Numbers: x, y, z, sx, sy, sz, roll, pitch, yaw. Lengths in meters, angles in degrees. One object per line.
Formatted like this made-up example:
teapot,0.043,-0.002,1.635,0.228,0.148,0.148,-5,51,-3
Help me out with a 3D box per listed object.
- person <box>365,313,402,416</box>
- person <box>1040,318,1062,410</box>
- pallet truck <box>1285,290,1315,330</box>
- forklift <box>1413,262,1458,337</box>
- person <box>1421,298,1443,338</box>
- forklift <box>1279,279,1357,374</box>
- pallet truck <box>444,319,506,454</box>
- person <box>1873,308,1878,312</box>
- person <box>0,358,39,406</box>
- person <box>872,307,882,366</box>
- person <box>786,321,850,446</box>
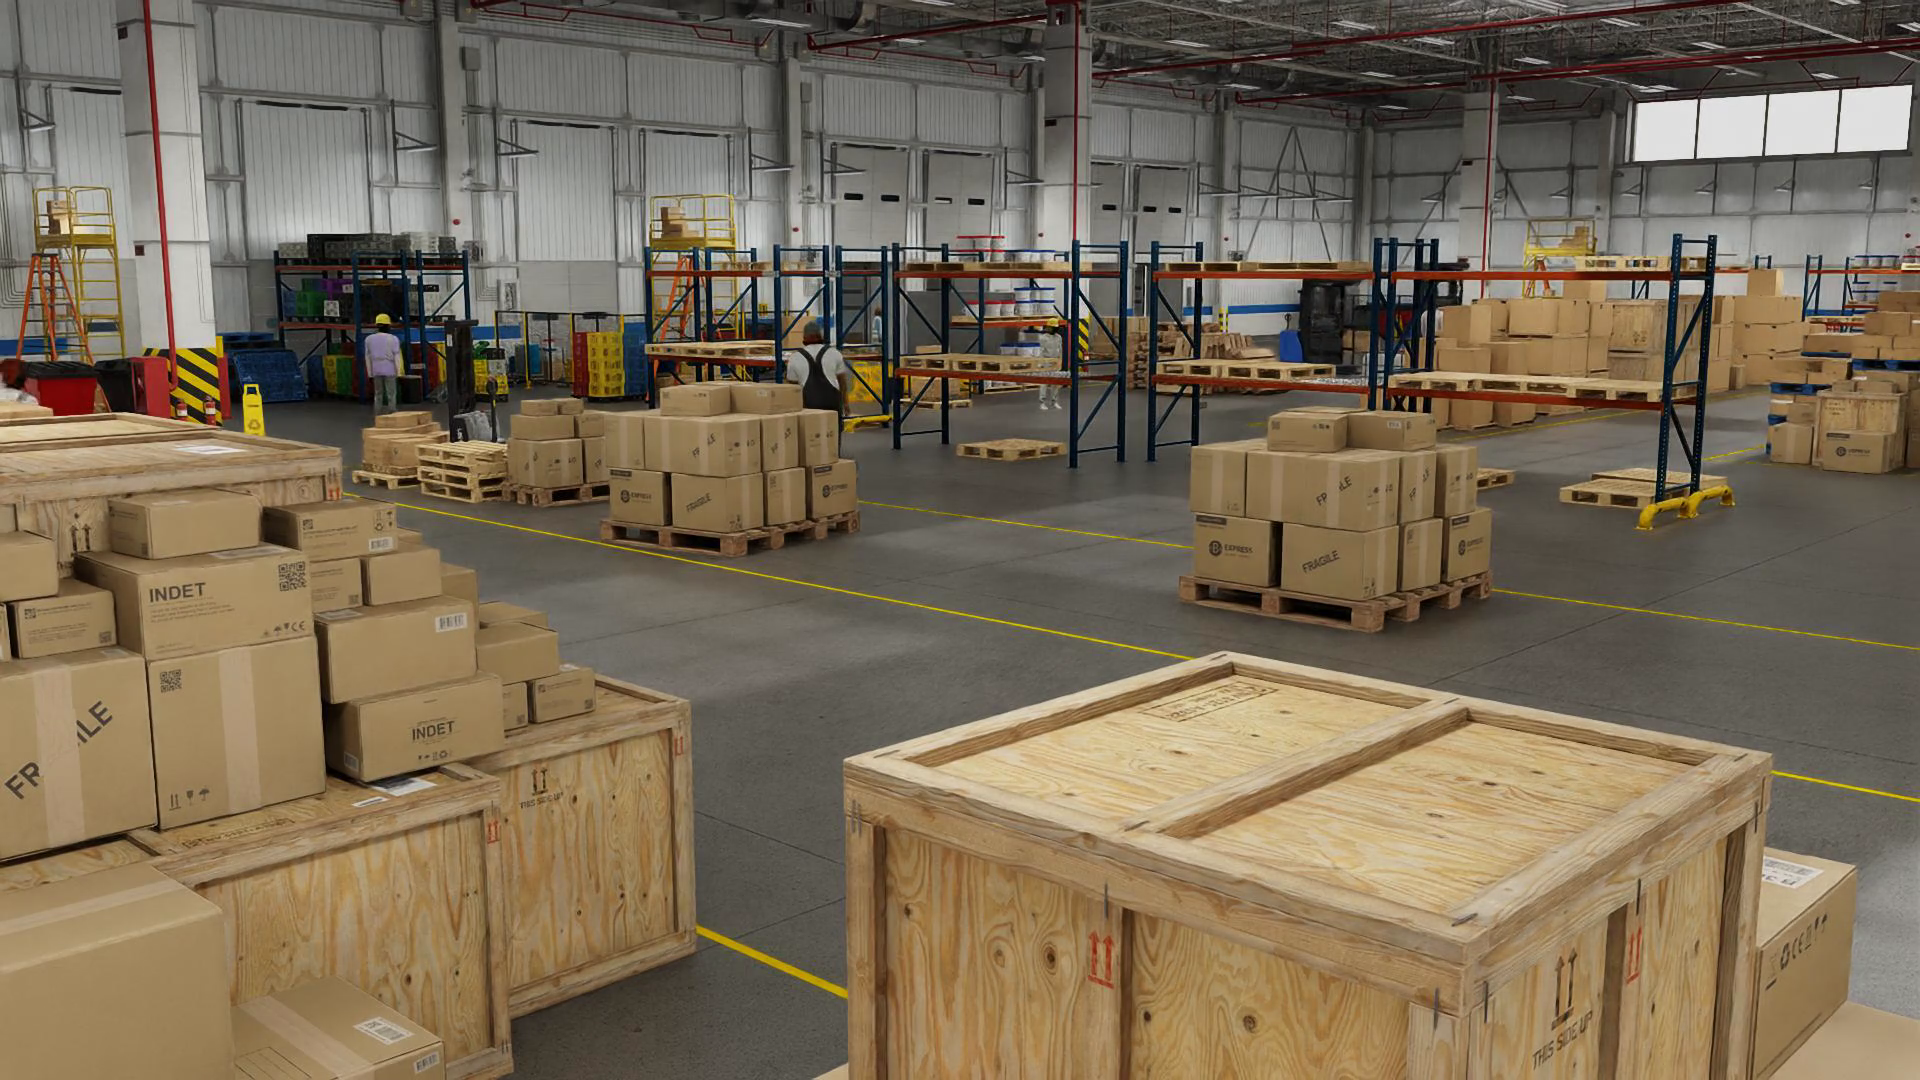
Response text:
person,-9.463,-2.755,27.348,0.589,1.928,0.386,1,9,8
person,1.740,-3.333,31.490,0.488,1.736,0.321,-5,11,-30
pallet truck,11.297,-6.951,52.861,1.885,1.965,0.823,-5,11,-29
forklift,13.044,-6.163,45.331,1.129,2.768,1.873,1,9,4
person,11.633,-4.965,40.866,0.630,1.940,0.372,8,12,40
forklift,8.957,-5.571,41.703,1.129,2.768,1.873,-4,10,-24
pallet truck,-6.981,-1.942,22.150,1.885,1.965,0.823,1,9,9
person,23.202,-5.056,42.240,0.673,1.677,0.551,4,10,26
person,-8.748,-0.753,15.340,0.579,1.845,0.955,1,9,8
person,-2.180,-5.395,44.451,0.324,1.631,0.522,-1,9,-6
person,-1.739,-1.680,20.414,0.779,2.000,0.774,0,9,-1
